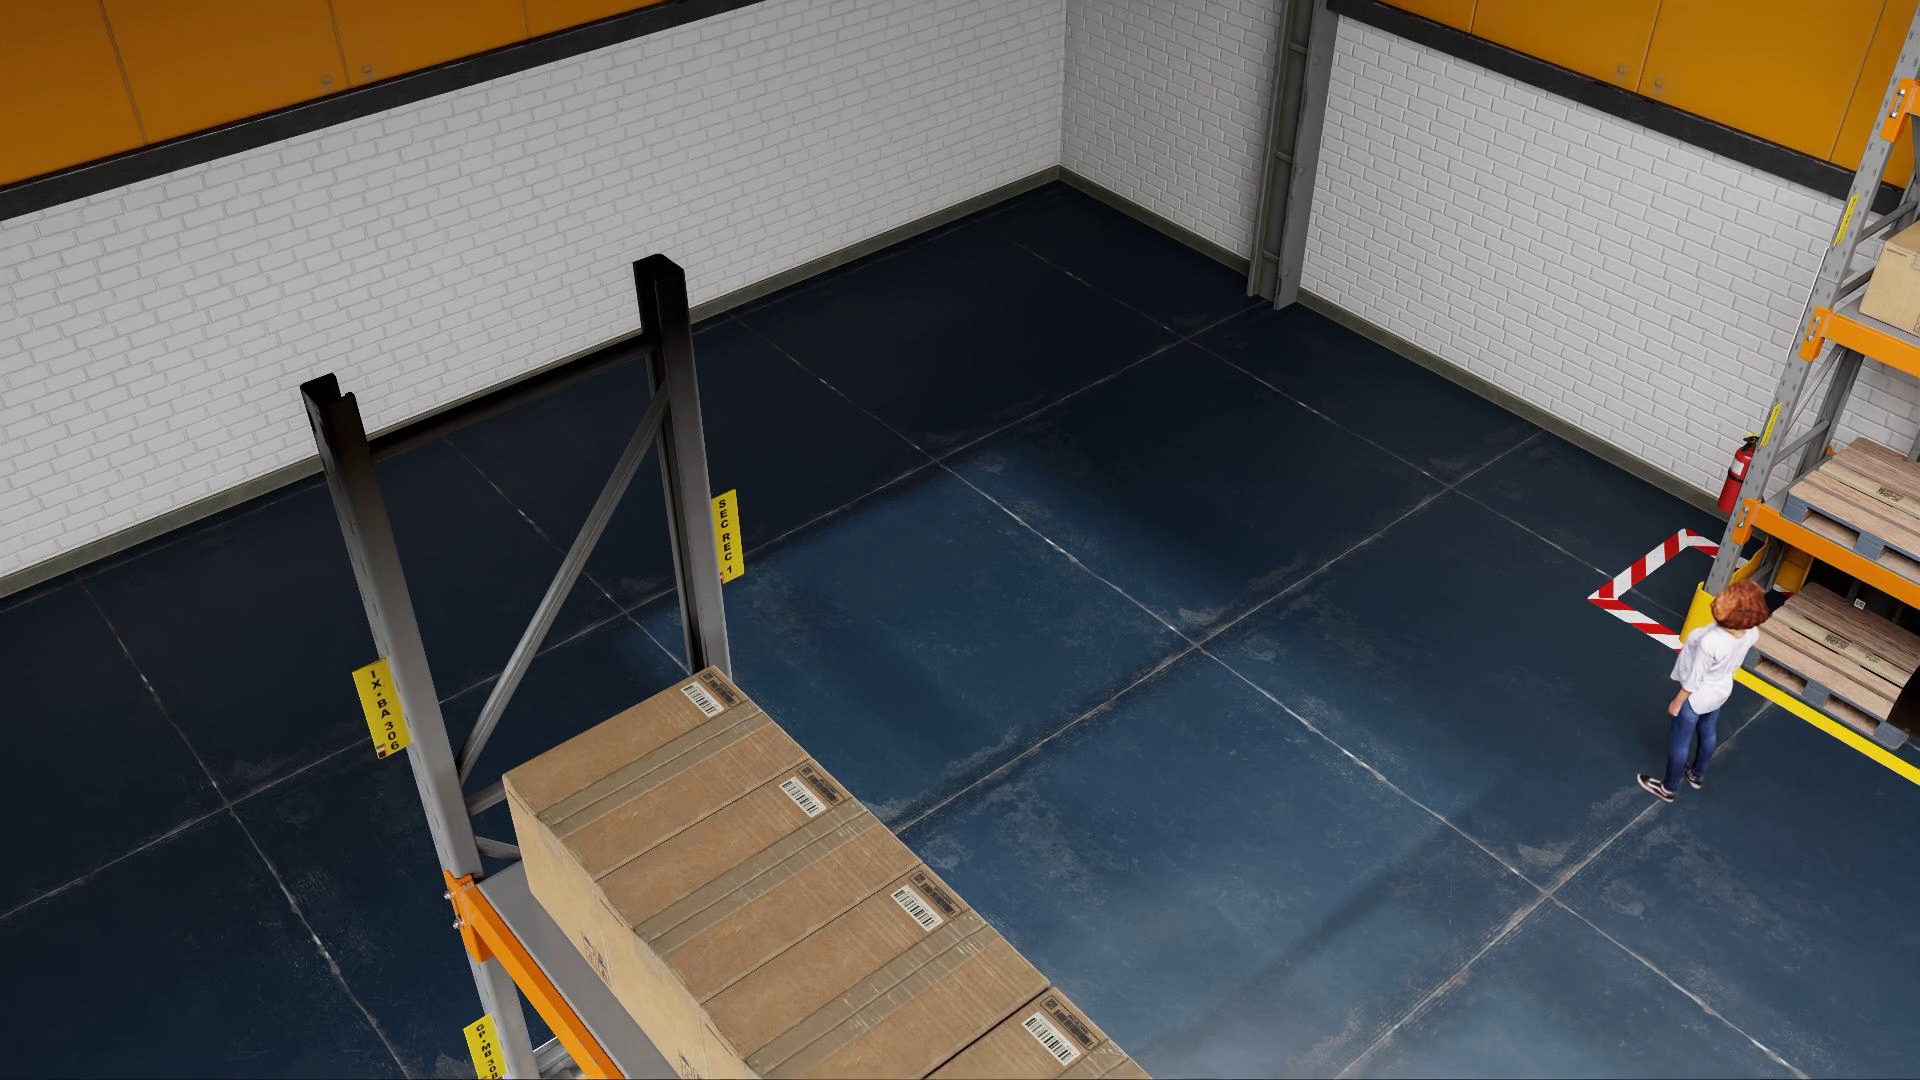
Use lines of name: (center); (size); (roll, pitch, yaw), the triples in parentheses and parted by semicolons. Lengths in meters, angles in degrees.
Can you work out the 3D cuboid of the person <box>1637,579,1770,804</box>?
person: (4.725, 0.953, 10.519); (0.699, 1.711, 0.673); (-17, 42, -20)
